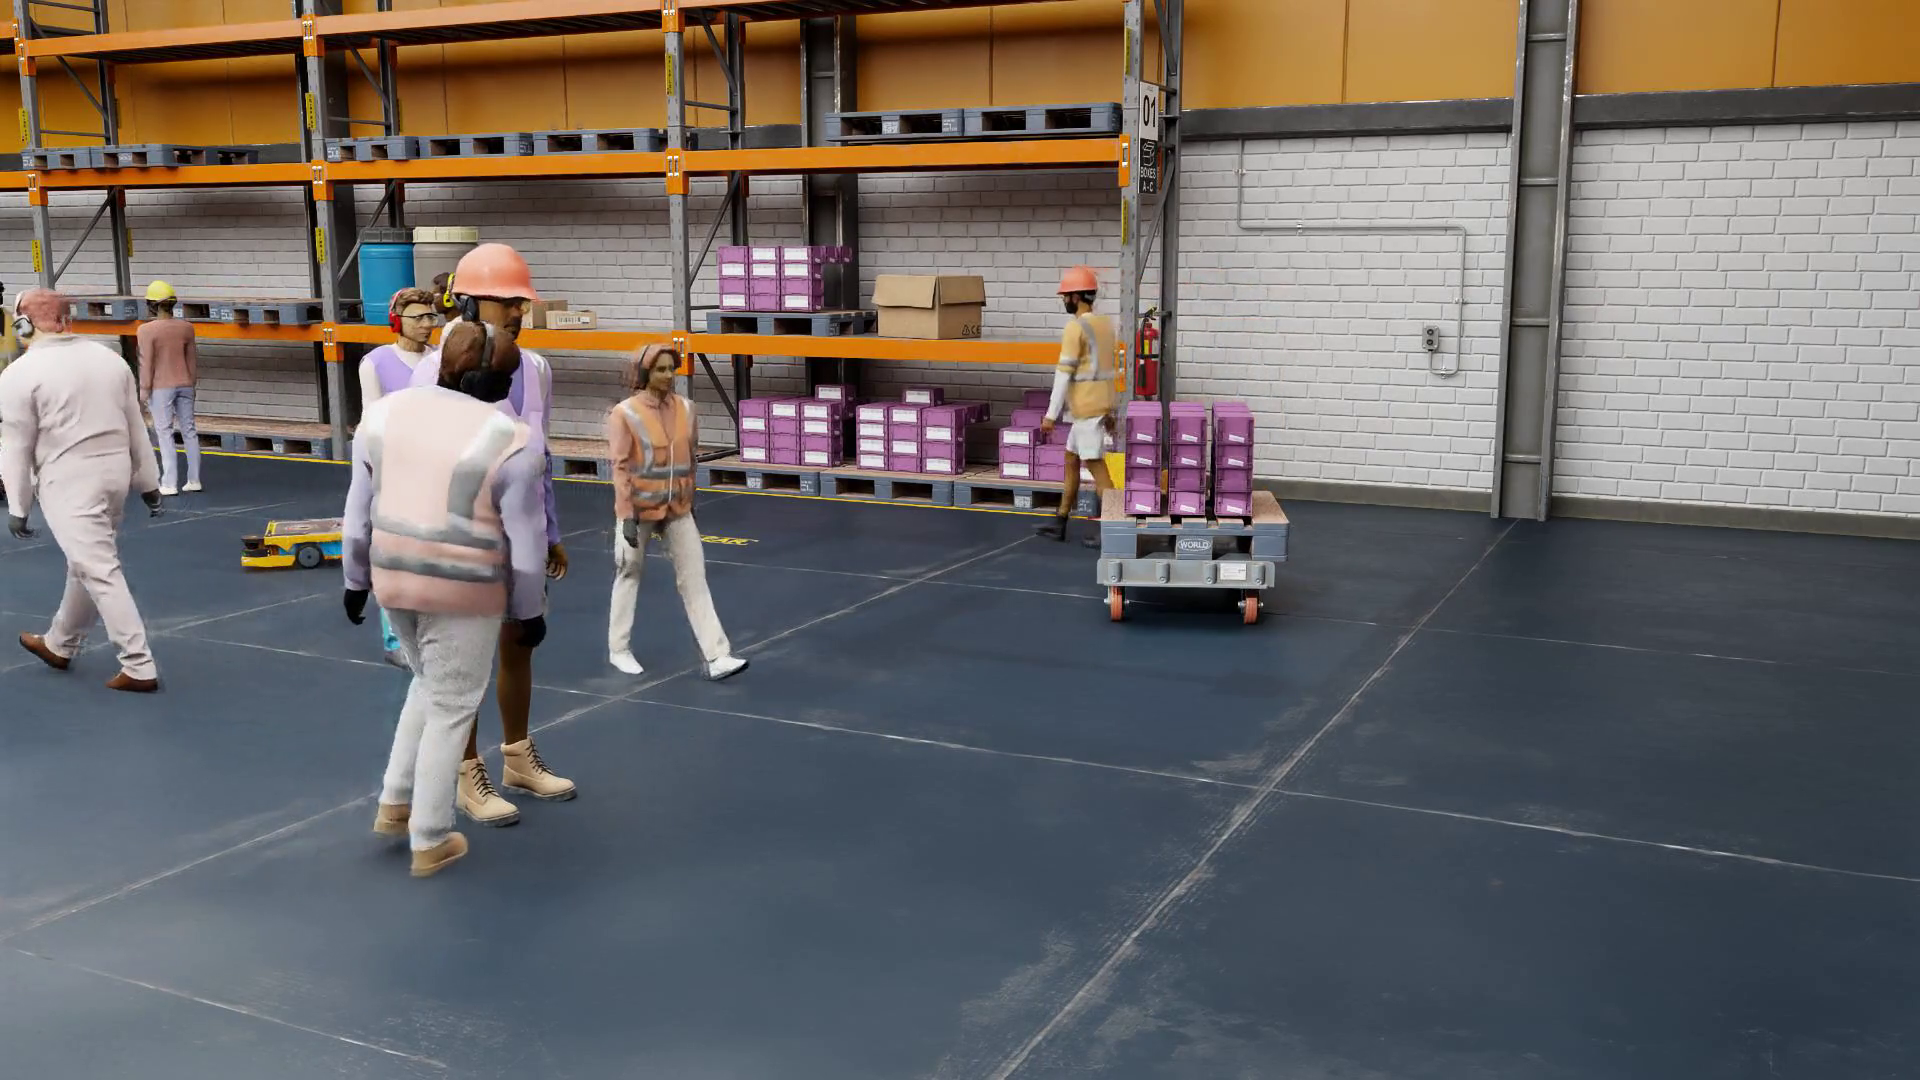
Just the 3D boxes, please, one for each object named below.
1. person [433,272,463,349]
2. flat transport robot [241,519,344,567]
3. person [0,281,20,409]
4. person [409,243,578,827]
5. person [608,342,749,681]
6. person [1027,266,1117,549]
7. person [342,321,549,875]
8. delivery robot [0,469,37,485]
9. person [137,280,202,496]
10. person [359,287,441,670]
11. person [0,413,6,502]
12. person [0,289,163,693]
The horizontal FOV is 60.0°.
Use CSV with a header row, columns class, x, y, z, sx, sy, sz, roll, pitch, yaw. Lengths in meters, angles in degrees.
class,x,y,z,sx,sy,sz,roll,pitch,yaw
person,-3.371,-0.845,11.131,0.328,1.876,0.513,-1,10,-3
flat transport robot,-3.936,-0.011,10.940,1.431,0.197,0.652,-4,11,-19
person,-8.562,-1.431,14.733,0.982,1.788,0.652,4,11,20
person,-1.635,-0.022,5.932,0.371,2.044,0.608,5,11,28
person,-1.382,-0.117,7.760,0.864,1.592,0.540,10,14,44
person,0.759,-0.890,11.292,0.884,1.896,0.567,5,11,26
person,-1.664,0.193,5.433,0.713,1.800,0.463,4,11,22
delivery robot,-7.477,-0.596,13.205,0.707,0.478,0.477,2,10,10
person,-6.523,-1.244,13.711,0.306,1.772,0.527,5,11,26
person,-2.676,-0.309,8.145,0.373,1.840,0.571,5,11,26
person,-5.129,-0.359,8.367,0.555,1.878,0.970,-2,10,-11
person,-4.113,-0.222,7.661,0.991,1.837,0.690,3,10,17
